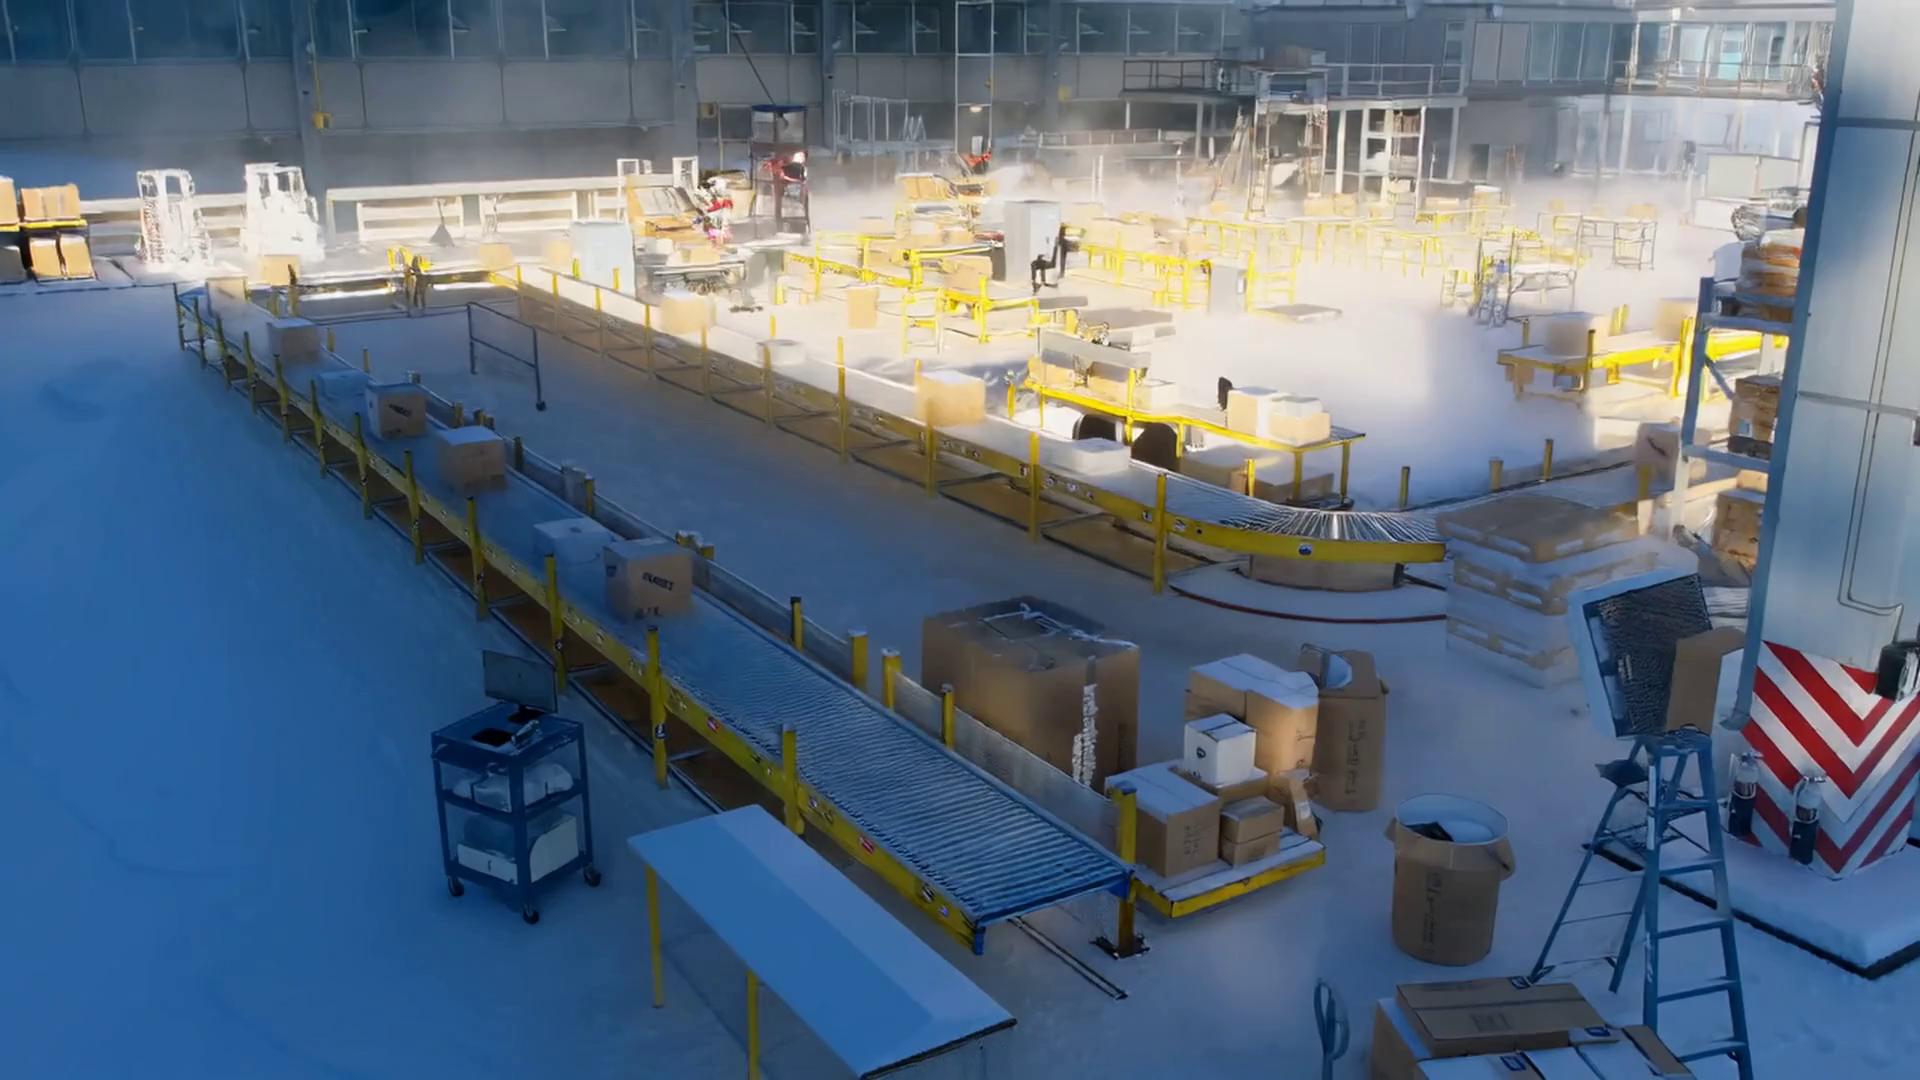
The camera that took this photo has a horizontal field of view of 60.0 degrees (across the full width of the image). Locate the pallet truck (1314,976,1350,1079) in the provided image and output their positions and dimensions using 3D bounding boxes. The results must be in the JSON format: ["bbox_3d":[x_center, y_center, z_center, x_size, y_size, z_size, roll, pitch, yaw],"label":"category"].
[{"bbox_3d":[2.299,2.390,7.086,1.601,1.201,0.680,-2,17,-7],"label":"pallet truck"}]

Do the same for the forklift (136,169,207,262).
[{"bbox_3d":[-17.842,-7.318,37.559,1.157,1.987,2.680,-10,20,-31],"label":"forklift"}]

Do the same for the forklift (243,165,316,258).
[{"bbox_3d":[-15.898,-7.669,38.708,1.157,1.987,2.680,-11,20,-33],"label":"forklift"}]

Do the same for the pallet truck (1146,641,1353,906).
[{"bbox_3d":[1.664,1.407,10.232,1.630,1.274,0.653,-10,20,-31],"label":"pallet truck"}]

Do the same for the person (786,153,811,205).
[{"bbox_3d":[-4.614,-10.127,47.628,0.658,1.872,0.847,4,17,14],"label":"person"}]

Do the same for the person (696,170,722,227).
[{"bbox_3d":[-6.020,-7.861,39.893,0.626,1.990,1.076,4,17,12],"label":"person"}]

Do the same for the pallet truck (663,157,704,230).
[{"bbox_3d":[-7.586,-9.308,44.692,0.823,1.965,1.885,-11,20,-33],"label":"pallet truck"}]

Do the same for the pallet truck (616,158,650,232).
[{"bbox_3d":[-8.918,-9.176,44.255,0.823,1.965,1.885,-9,19,-27],"label":"pallet truck"}]

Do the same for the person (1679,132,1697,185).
[{"bbox_3d":[25.809,-13.487,58.818,0.605,1.866,0.415,-7,18,-22],"label":"person"}]

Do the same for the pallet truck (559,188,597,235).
[{"bbox_3d":[-10.010,-8.652,43.699,0.653,1.274,1.630,-10,20,-31],"label":"pallet truck"}]

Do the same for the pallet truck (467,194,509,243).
[{"bbox_3d":[-11.983,-8.177,42.137,0.704,1.261,1.522,-11,20,-33],"label":"pallet truck"}]

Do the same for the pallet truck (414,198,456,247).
[{"bbox_3d":[-13.250,-8.060,41.856,0.680,1.201,1.601,-10,20,-31],"label":"pallet truck"}]
